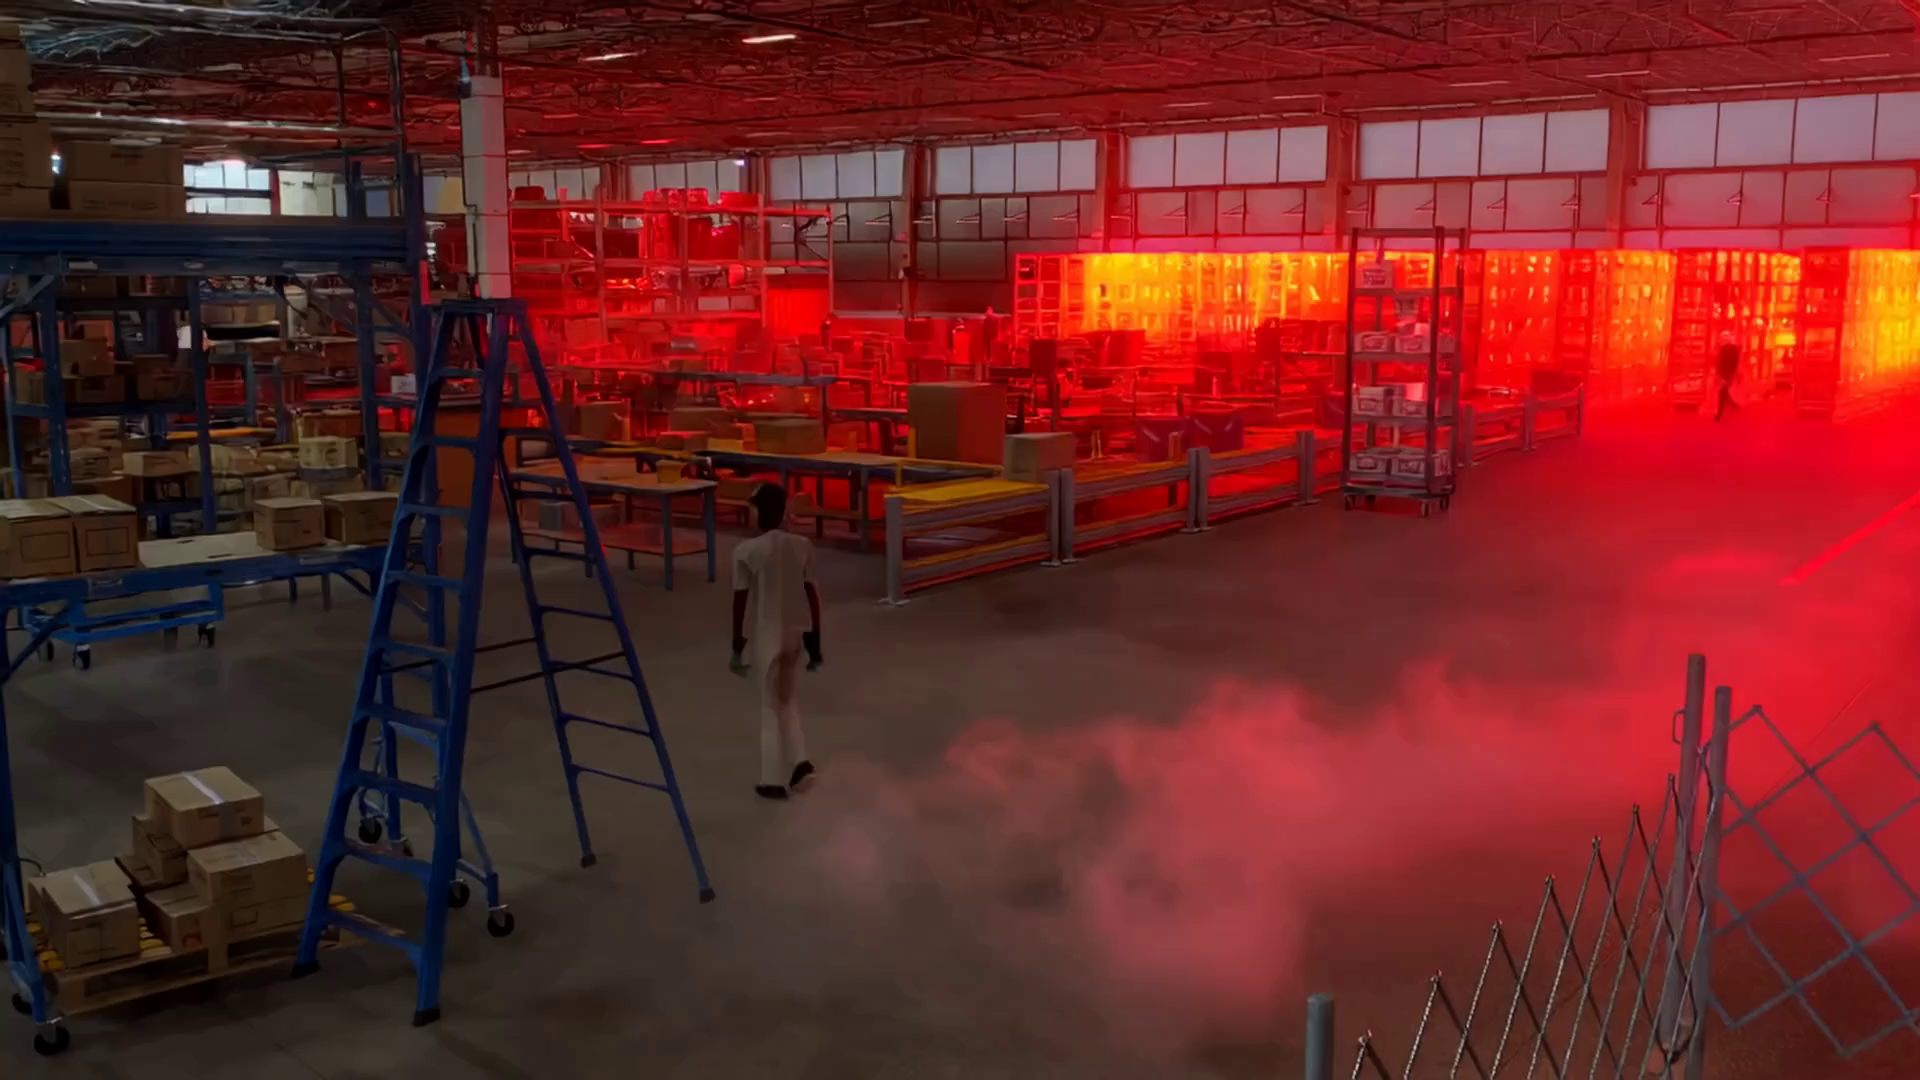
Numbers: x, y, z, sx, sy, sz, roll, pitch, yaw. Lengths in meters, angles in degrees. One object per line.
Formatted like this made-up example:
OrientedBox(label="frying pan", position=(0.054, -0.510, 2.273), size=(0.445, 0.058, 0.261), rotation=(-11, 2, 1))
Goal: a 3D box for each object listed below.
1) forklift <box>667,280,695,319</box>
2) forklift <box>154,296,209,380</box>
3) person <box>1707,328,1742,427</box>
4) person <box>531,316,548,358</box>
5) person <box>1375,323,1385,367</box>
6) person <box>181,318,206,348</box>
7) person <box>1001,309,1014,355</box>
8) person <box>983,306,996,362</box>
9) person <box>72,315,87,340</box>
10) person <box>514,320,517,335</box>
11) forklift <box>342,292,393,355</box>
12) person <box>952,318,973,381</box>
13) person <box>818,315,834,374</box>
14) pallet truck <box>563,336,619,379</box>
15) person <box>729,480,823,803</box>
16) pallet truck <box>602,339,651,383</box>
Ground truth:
OrientedBox(label="forklift", position=(-9.226, -7.223, 55.112), size=(1.873, 2.768, 1.129), rotation=(7, 11, 37))
OrientedBox(label="forklift", position=(-20.692, -5.322, 43.244), size=(1.129, 2.768, 1.873), rotation=(8, 12, 40))
OrientedBox(label="person", position=(15.155, -3.198, 32.834), size=(0.669, 1.967, 0.639), rotation=(-1, 9, -5))
OrientedBox(label="person", position=(-11.267, -5.029, 44.414), size=(0.614, 1.919, 0.851), rotation=(-7, 12, -39))
OrientedBox(label="person", position=(10.816, -4.770, 43.224), size=(0.617, 1.787, 0.942), rotation=(6, 11, 32))
OrientedBox(label="person", position=(-21.092, -5.248, 46.008), size=(0.704, 1.846, 0.954), rotation=(1, 9, 4))
OrientedBox(label="person", position=(1.768, -7.726, 61.824), size=(0.485, 1.735, 0.344), rotation=(-2, 9, -11))
OrientedBox(label="person", position=(0.996, -7.078, 57.236), size=(0.409, 1.907, 0.651), rotation=(4, 10, 21))
OrientedBox(label="person", position=(-26.341, -5.846, 49.927), size=(0.572, 1.781, 1.001), rotation=(5, 10, 29))
OrientedBox(label="person", position=(-16.100, -7.463, 59.658), size=(0.407, 1.904, 0.639), rotation=(-4, 10, -24))
OrientedBox(label="forklift", position=(-16.485, -5.622, 45.120), size=(1.129, 2.768, 1.873), rotation=(7, 11, 37))
OrientedBox(label="person", position=(0.070, -5.089, 45.013), size=(0.566, 1.846, 0.389), rotation=(3, 9, 15))
OrientedBox(label="person", position=(-3.821, -5.549, 47.908), size=(0.403, 1.837, 0.588), rotation=(-8, 12, -42))
OrientedBox(label="pallet truck", position=(-10.690, -5.294, 48.215), size=(1.601, 1.201, 0.680), rotation=(-5, 10, -26))
OrientedBox(label="person", position=(-1.070, 0.586, 9.554), size=(0.507, 1.859, 0.374), rotation=(-6, 11, -35))
OrientedBox(label="pallet truck", position=(-8.991, -4.871, 45.351), size=(0.653, 1.274, 1.630), rotation=(7, 11, 37))
